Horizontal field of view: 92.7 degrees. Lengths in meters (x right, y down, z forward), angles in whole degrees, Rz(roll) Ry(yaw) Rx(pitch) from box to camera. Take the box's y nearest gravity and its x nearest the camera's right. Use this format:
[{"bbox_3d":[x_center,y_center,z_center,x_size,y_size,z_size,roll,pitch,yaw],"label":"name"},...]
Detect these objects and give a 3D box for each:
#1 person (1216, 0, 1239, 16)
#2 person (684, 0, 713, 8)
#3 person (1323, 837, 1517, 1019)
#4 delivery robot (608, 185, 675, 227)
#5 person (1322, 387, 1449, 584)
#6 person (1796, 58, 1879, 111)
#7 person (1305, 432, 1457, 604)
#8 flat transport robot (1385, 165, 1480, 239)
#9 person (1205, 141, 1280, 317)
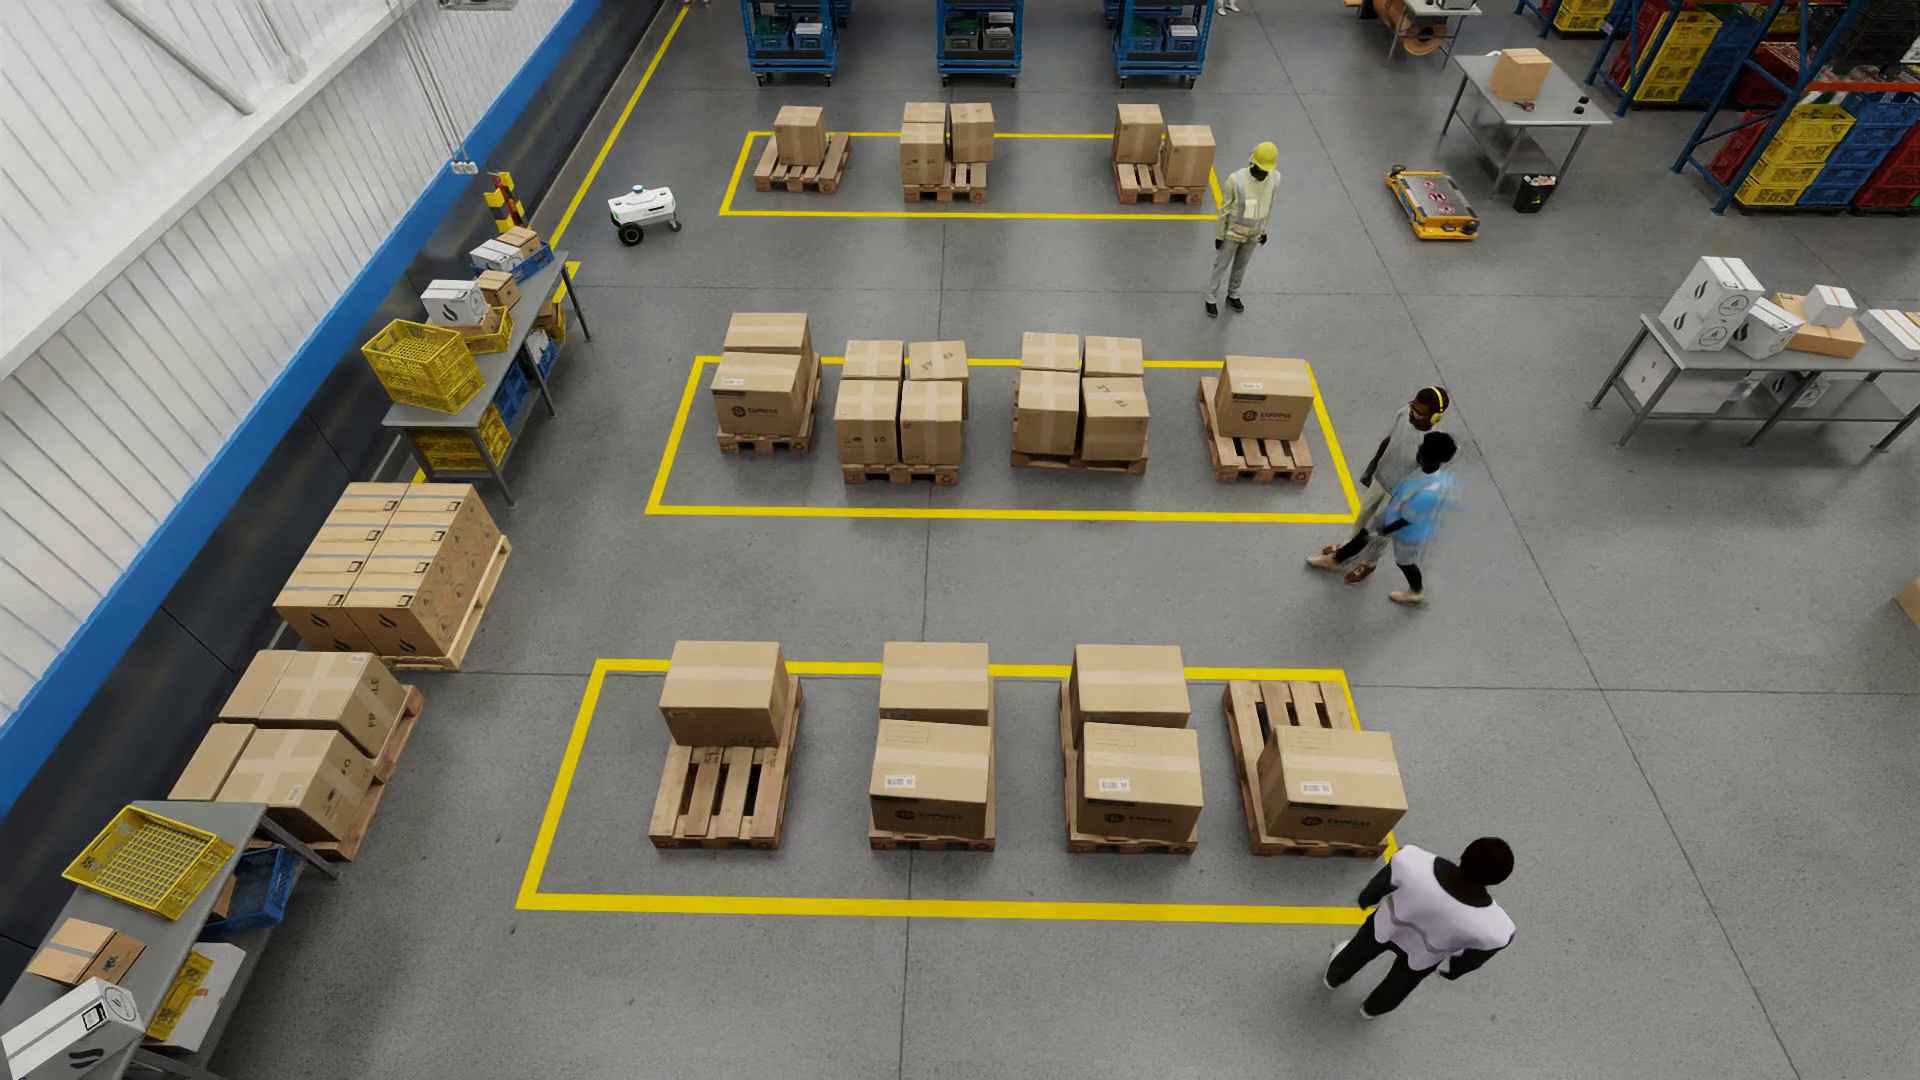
[{"bbox_3d":[4.460,-9.393,14.745,0.514,1.641,0.308,-26,54,-21],"label":"person"},{"bbox_3d":[-4.435,-9.762,14.843,0.613,1.984,0.419,0,49,0],"label":"person"},{"bbox_3d":[2.317,2.012,4.693,0.375,1.915,0.594,-37,59,-28],"label":"person"},{"bbox_3d":[-3.668,-3.860,10.610,0.707,0.478,0.477,-20,52,-17],"label":"delivery robot"},{"bbox_3d":[3.201,-0.392,6.806,0.309,1.868,0.534,-16,51,-14],"label":"person"},{"bbox_3d":[11.642,-6.264,11.888,0.660,1.867,0.588,-21,52,-17],"label":"person"},{"bbox_3d":[3.253,-0.151,6.737,0.901,1.644,0.540,10,50,8],"label":"person"},{"bbox_3d":[5.692,-4.094,11.059,0.652,0.197,1.431,1,49,1],"label":"flat transport robot"},{"bbox_3d":[2.833,-3.093,9.173,0.586,1.823,0.403,-12,50,-11],"label":"person"}]
